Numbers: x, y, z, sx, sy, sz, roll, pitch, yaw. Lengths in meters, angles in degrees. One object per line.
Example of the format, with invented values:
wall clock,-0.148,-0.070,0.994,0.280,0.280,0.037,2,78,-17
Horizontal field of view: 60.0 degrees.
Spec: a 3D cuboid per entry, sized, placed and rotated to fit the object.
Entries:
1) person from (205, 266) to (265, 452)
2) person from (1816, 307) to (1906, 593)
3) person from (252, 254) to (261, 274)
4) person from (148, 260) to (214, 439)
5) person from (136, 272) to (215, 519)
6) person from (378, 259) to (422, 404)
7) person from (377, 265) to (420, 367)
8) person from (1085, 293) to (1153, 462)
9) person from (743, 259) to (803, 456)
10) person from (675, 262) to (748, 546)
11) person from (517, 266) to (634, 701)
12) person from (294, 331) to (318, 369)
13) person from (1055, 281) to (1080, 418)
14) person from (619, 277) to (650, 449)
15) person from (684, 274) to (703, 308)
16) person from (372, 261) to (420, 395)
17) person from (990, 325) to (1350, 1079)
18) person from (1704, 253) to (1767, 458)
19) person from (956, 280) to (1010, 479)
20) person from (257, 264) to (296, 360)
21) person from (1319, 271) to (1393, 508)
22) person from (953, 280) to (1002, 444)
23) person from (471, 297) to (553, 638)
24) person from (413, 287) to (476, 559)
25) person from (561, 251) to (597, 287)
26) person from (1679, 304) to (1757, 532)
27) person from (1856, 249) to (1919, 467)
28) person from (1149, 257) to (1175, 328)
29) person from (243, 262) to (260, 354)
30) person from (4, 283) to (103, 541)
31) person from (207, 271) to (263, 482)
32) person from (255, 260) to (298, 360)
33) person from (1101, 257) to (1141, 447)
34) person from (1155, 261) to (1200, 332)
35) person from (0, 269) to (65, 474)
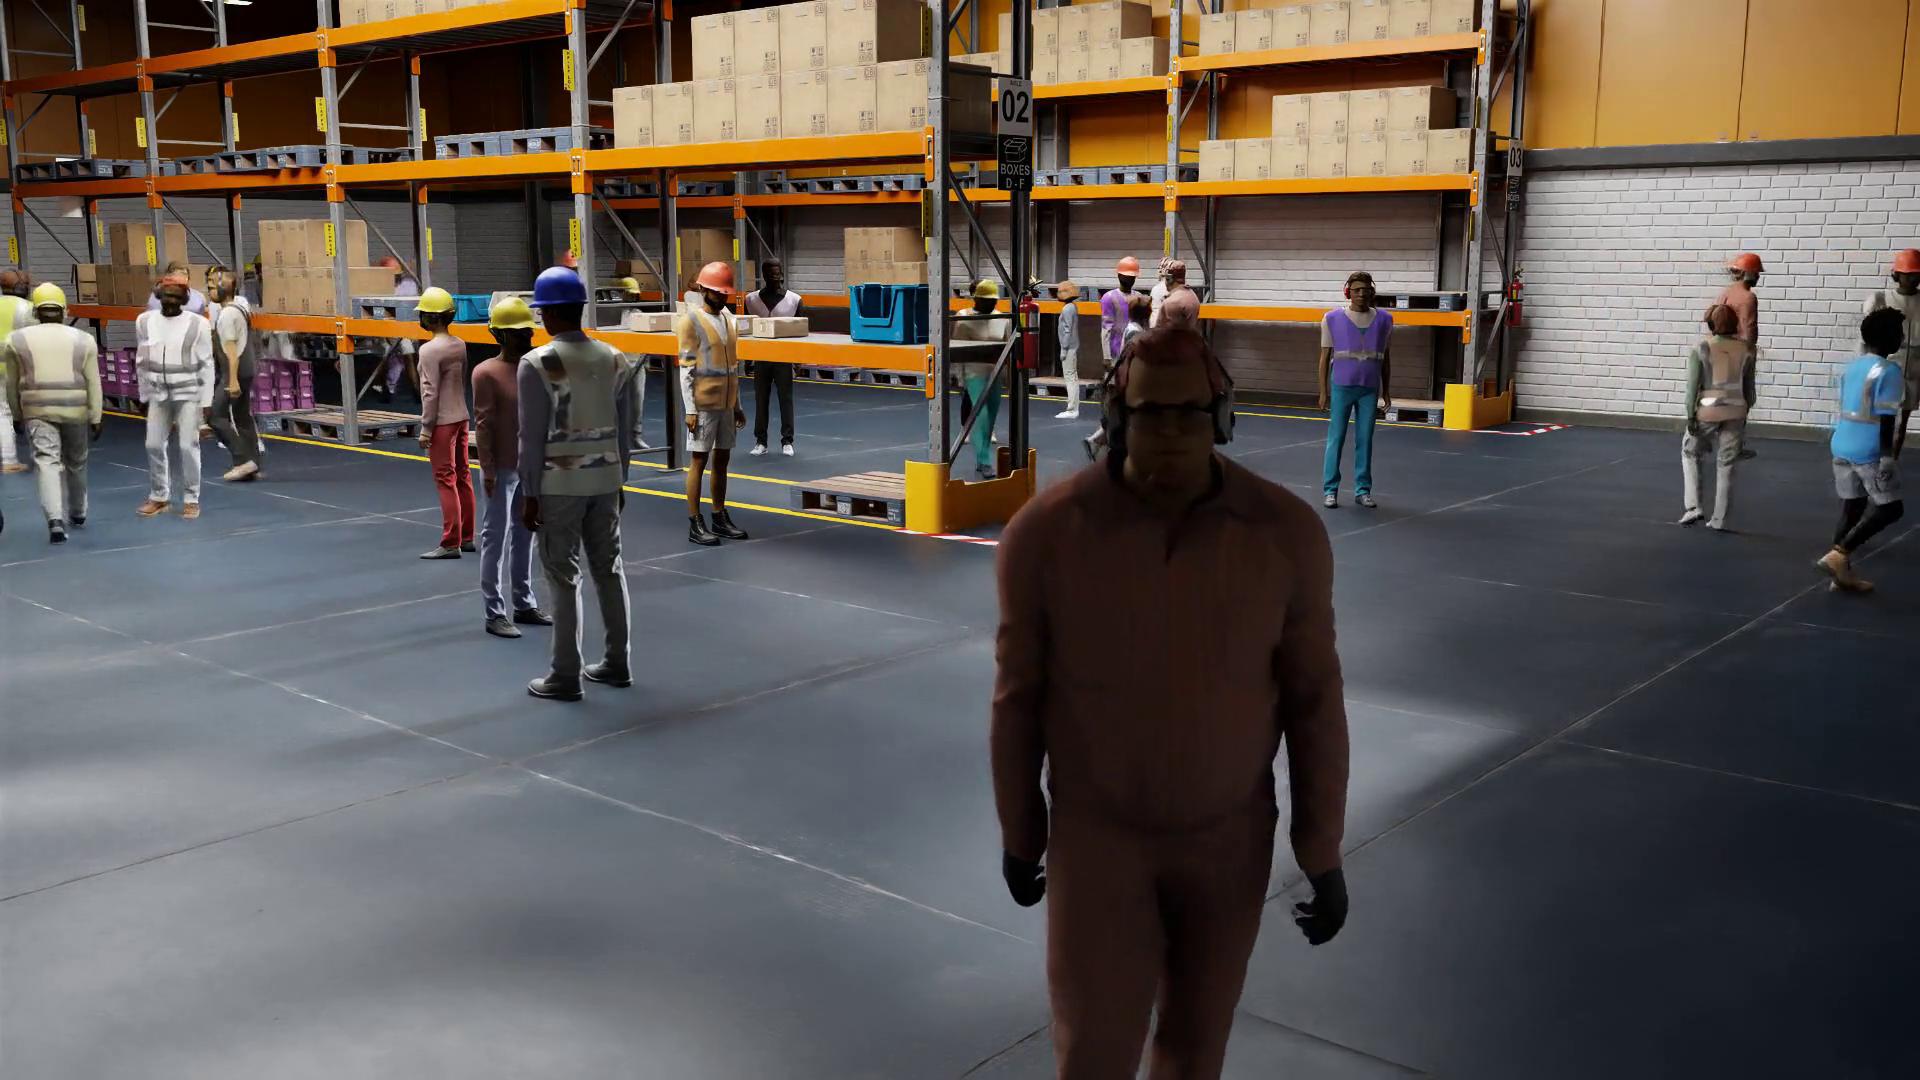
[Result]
person,-7.269,-1.776,16.467,0.777,1.835,0.541,3,10,16
person,5.251,-0.504,9.640,0.380,1.683,0.543,0,10,2
person,-11.796,-3.894,28.275,0.366,1.926,0.593,-4,11,-20
person,-8.377,-2.045,17.842,0.970,1.909,0.635,9,13,40
person,-5.838,-1.065,12.398,0.632,1.847,0.415,1,10,3
person,-7.265,-2.671,21.439,0.542,1.872,1.030,-9,14,-42
person,-9.506,-3.816,28.254,0.896,1.784,0.626,2,10,10
person,1.501,-1.435,15.167,0.666,1.616,0.518,1,10,7
person,-1.829,-1.780,16.261,0.597,1.919,0.383,1,10,4
person,-1.677,-0.933,11.418,0.373,1.928,0.543,7,12,35
person,-1.743,-0.256,7.531,0.410,1.939,0.607,7,12,36
person,-10.945,-3.604,27.608,0.490,1.585,0.879,3,10,15
person,1.289,-2.267,19.848,0.266,1.631,0.507,2,10,14
person,-3.360,-1.780,16.766,0.487,1.727,0.506,10,14,44
person,-4.095,-3.313,25.834,0.277,1.630,0.501,6,12,31
person,-7.559,-2.888,22.785,1.050,1.844,0.644,3,10,16
person,0.393,0.563,3.038,0.648,1.885,0.726,-1,10,-4
person,7.387,-1.754,15.936,0.591,1.977,0.641,1,10,3
person,0.271,-1.408,14.670,0.539,1.738,0.801,-5,11,-25
person,-8.841,-2.689,21.651,0.709,1.859,0.347,9,14,43
person,3.082,-1.170,12.999,0.571,1.843,0.372,-1,10,-4
person,0.197,-1.834,17.205,0.535,1.697,0.318,-2,10,-10
person,-2.332,-0.384,8.746,0.326,1.769,0.524,5,11,26
person,-3.377,-0.758,10.869,0.306,1.772,0.525,1,10,8
person,-4.423,-2.350,19.317,0.611,1.987,1.052,-10,14,-43
person,5.439,-0.875,11.956,0.515,1.622,0.450,1,10,4
person,7.871,-1.403,13.862,0.636,2.011,0.811,2,10,9
person,2.474,-2.437,20.040,0.638,1.909,0.408,-10,14,-44
person,-11.189,-3.498,26.380,0.597,1.804,0.757,-3,11,-19
person,-6.344,-0.905,11.673,0.590,1.792,0.950,-6,11,-29
person,-6.264,-1.392,14.297,0.441,1.825,0.551,-2,10,-10
person,-9.301,-2.857,22.444,0.911,1.903,0.643,4,11,24
person,1.688,-1.917,16.998,0.550,1.933,0.370,-7,12,-36
person,2.049,-1.710,15.917,0.403,1.904,0.637,5,11,24
person,-8.432,-1.508,14.942,0.632,1.842,0.429,2,10,14
